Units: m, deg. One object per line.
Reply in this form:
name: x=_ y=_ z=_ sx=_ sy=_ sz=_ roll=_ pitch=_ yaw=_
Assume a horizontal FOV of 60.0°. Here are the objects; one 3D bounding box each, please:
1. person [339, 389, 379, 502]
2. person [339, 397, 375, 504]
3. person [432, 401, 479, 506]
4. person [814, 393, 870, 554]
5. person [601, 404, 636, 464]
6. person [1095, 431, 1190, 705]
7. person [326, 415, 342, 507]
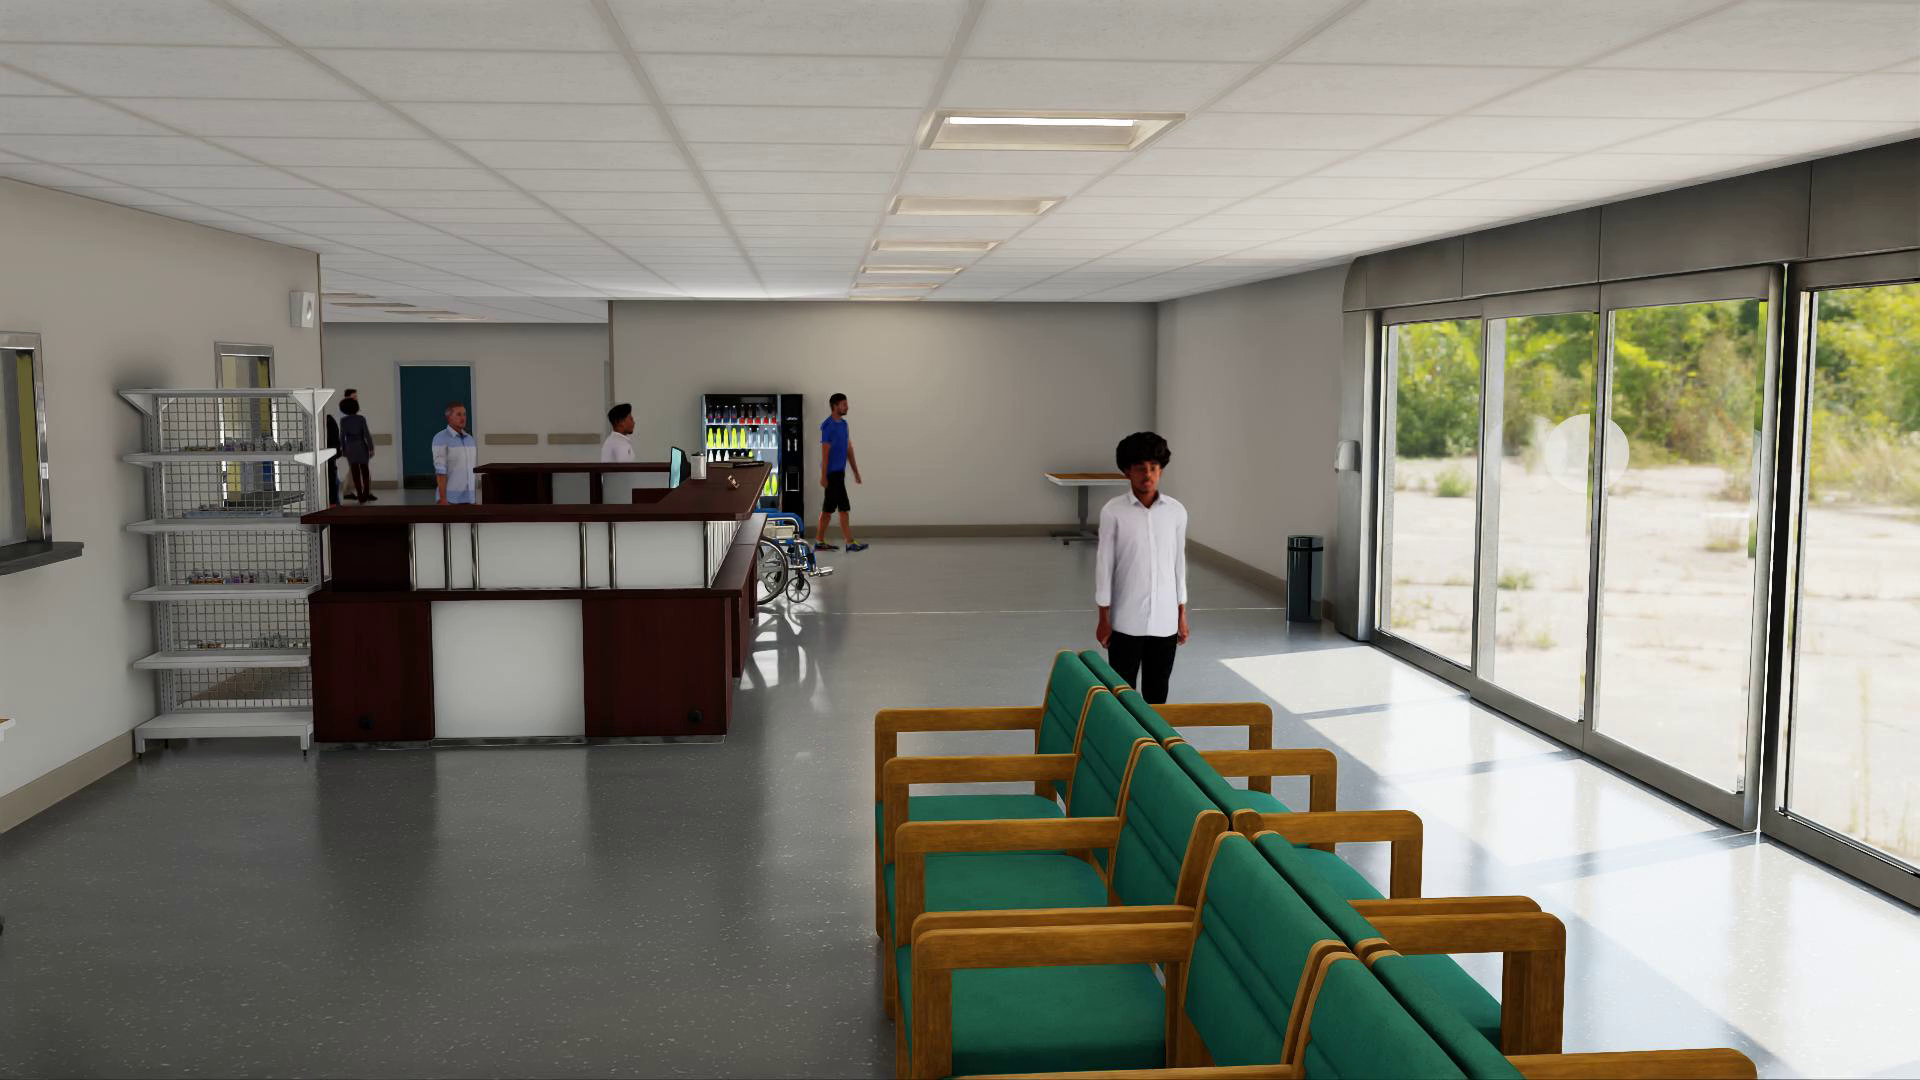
person: x=-9.837 y=-1.509 z=26.866 sx=0.944 sy=1.808 sz=0.766 roll=0 pitch=6 yaw=-3
person: x=-9.537 y=-1.378 z=26.243 sx=1.022 sy=1.671 sz=0.869 roll=-1 pitch=6 yaw=-12
person: x=-4.865 y=-0.429 z=16.036 sx=0.765 sy=1.826 sz=0.768 roll=3 pitch=6 yaw=26
person: x=-1.539 y=-0.754 z=19.229 sx=1.110 sy=1.833 sz=0.900 roll=2 pitch=6 yaw=18
person: x=-3.281 y=-0.376 z=15.638 sx=0.716 sy=1.800 sz=0.723 roll=-2 pitch=6 yaw=-22
person: x=0.912 y=0.354 z=8.339 sx=0.511 sy=1.808 sz=0.714 roll=-1 pitch=6 yaw=-12
person: x=-7.266 y=-0.634 z=19.263 sx=1.081 sy=1.588 sz=0.779 roll=1 pitch=6 yaw=10
